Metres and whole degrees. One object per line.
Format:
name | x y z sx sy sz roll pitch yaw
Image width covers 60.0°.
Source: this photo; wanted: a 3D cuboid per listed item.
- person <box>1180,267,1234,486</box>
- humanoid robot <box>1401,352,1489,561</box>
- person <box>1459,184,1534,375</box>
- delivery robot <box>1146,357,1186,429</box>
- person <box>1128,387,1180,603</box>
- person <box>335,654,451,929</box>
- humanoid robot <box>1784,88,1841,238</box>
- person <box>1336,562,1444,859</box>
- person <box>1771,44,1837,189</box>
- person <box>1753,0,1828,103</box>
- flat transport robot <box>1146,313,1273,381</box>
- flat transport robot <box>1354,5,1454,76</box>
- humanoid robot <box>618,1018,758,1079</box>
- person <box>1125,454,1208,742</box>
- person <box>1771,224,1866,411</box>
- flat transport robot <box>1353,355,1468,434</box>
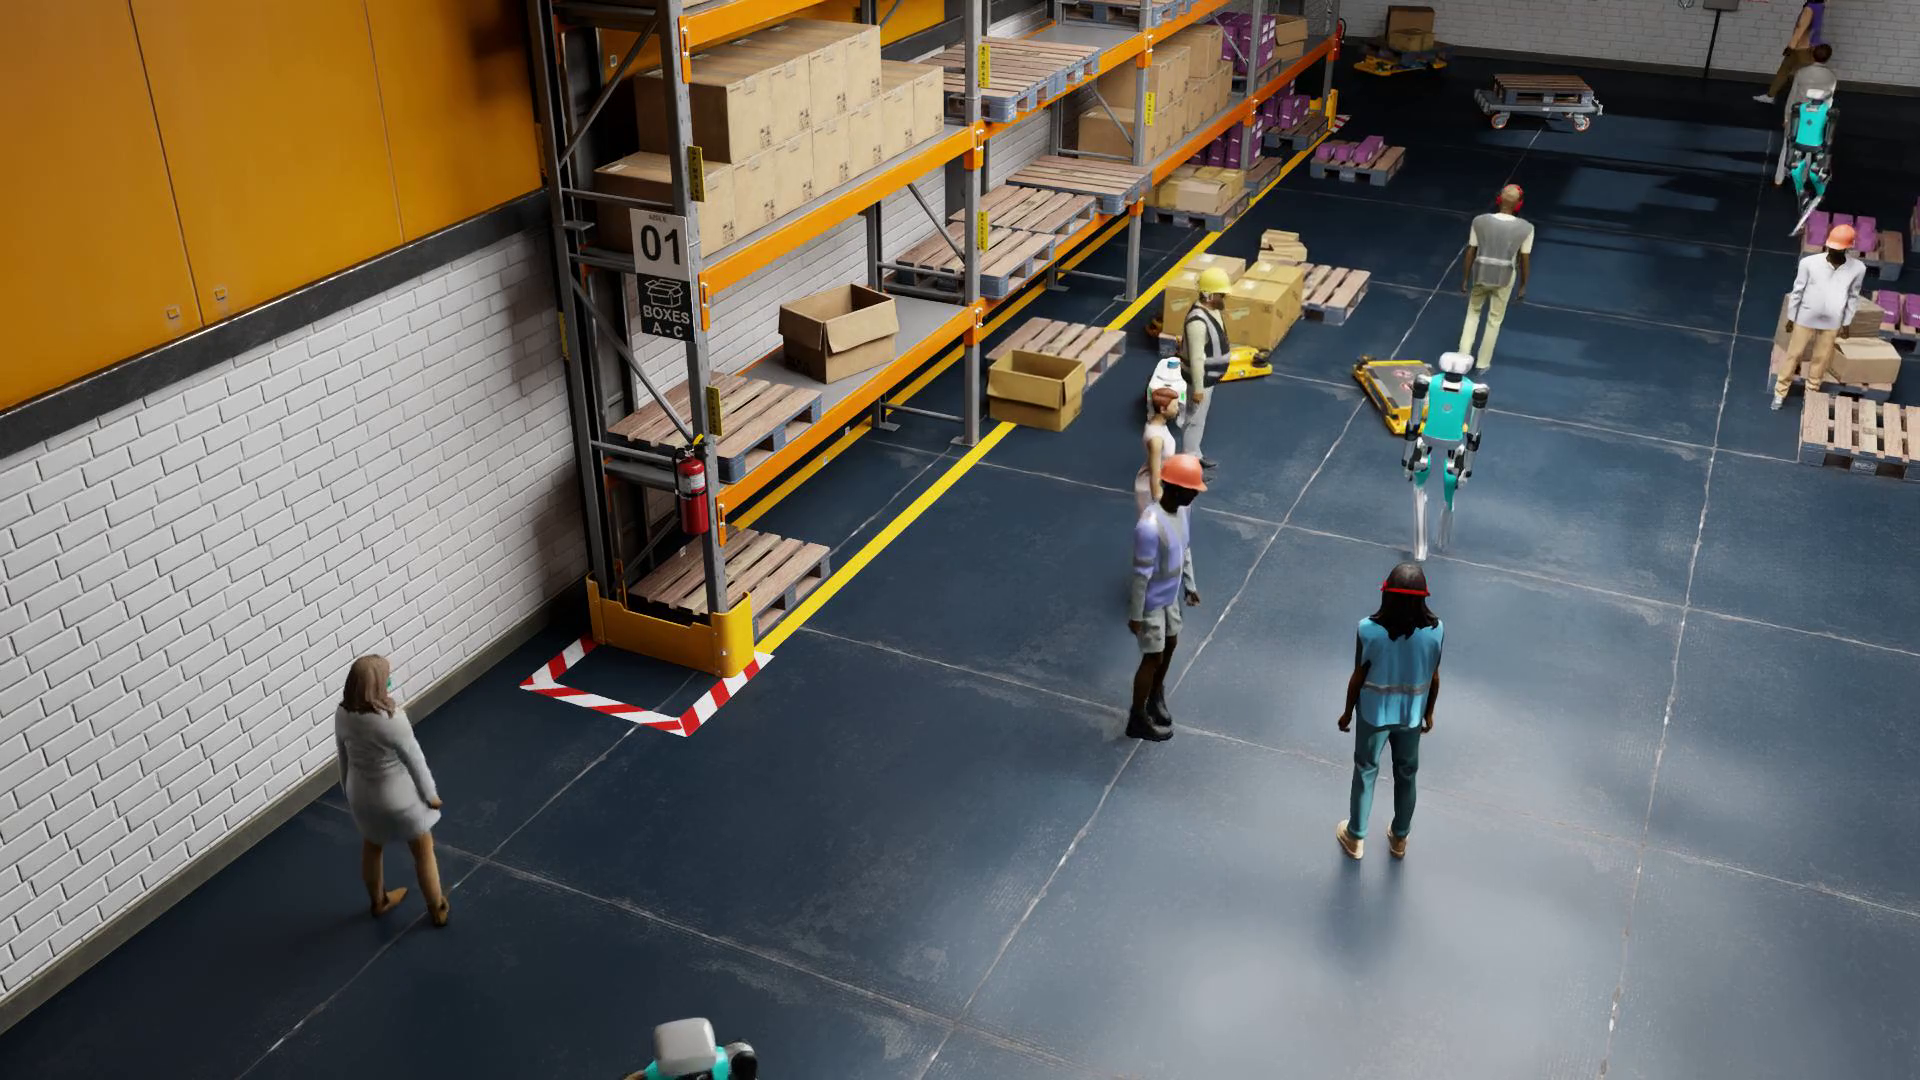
person | 1.997 -1.351 13.589 0.404 1.827 0.598 8 29 14
humanoid robot | 3.563 -0.571 12.364 0.542 1.899 0.723 10 30 17
person | 5.001 -2.417 15.567 0.582 1.824 0.448 14 31 24
delivery robot | 1.907 -1.351 14.953 0.506 0.614 0.785 7 29 13
person | 1.382 -0.320 11.863 0.281 1.653 0.441 4 29 8
person | -3.013 1.344 8.777 0.540 1.652 0.373 12 31 21
humanoid robot | 9.938 -4.352 19.334 0.831 1.867 0.549 -22 35 -34
person | 2.380 0.972 9.245 0.529 1.866 0.397 2 28 3
person | 10.651 -5.313 20.950 0.522 1.824 0.368 11 30 19
person | 12.532 -7.366 24.692 1.005 1.881 0.535 16 32 27
flat transport robot | 2.424 -1.917 16.282 0.659 0.231 1.431 -10 30 -17
flat transport robot | 7.224 -7.825 27.238 1.431 0.231 0.659 -15 32 -25
humanoid robot | -0.879 2.702 6.212 0.538 1.773 0.991 -11 30 -20
person | 1.264 0.346 10.370 0.420 1.913 0.603 16 32 27
person | 7.665 -1.970 14.820 0.563 1.748 0.336 8 29 14
flat transport robot | 4.105 -1.336 15.206 0.659 0.231 1.431 -1 28 -3
